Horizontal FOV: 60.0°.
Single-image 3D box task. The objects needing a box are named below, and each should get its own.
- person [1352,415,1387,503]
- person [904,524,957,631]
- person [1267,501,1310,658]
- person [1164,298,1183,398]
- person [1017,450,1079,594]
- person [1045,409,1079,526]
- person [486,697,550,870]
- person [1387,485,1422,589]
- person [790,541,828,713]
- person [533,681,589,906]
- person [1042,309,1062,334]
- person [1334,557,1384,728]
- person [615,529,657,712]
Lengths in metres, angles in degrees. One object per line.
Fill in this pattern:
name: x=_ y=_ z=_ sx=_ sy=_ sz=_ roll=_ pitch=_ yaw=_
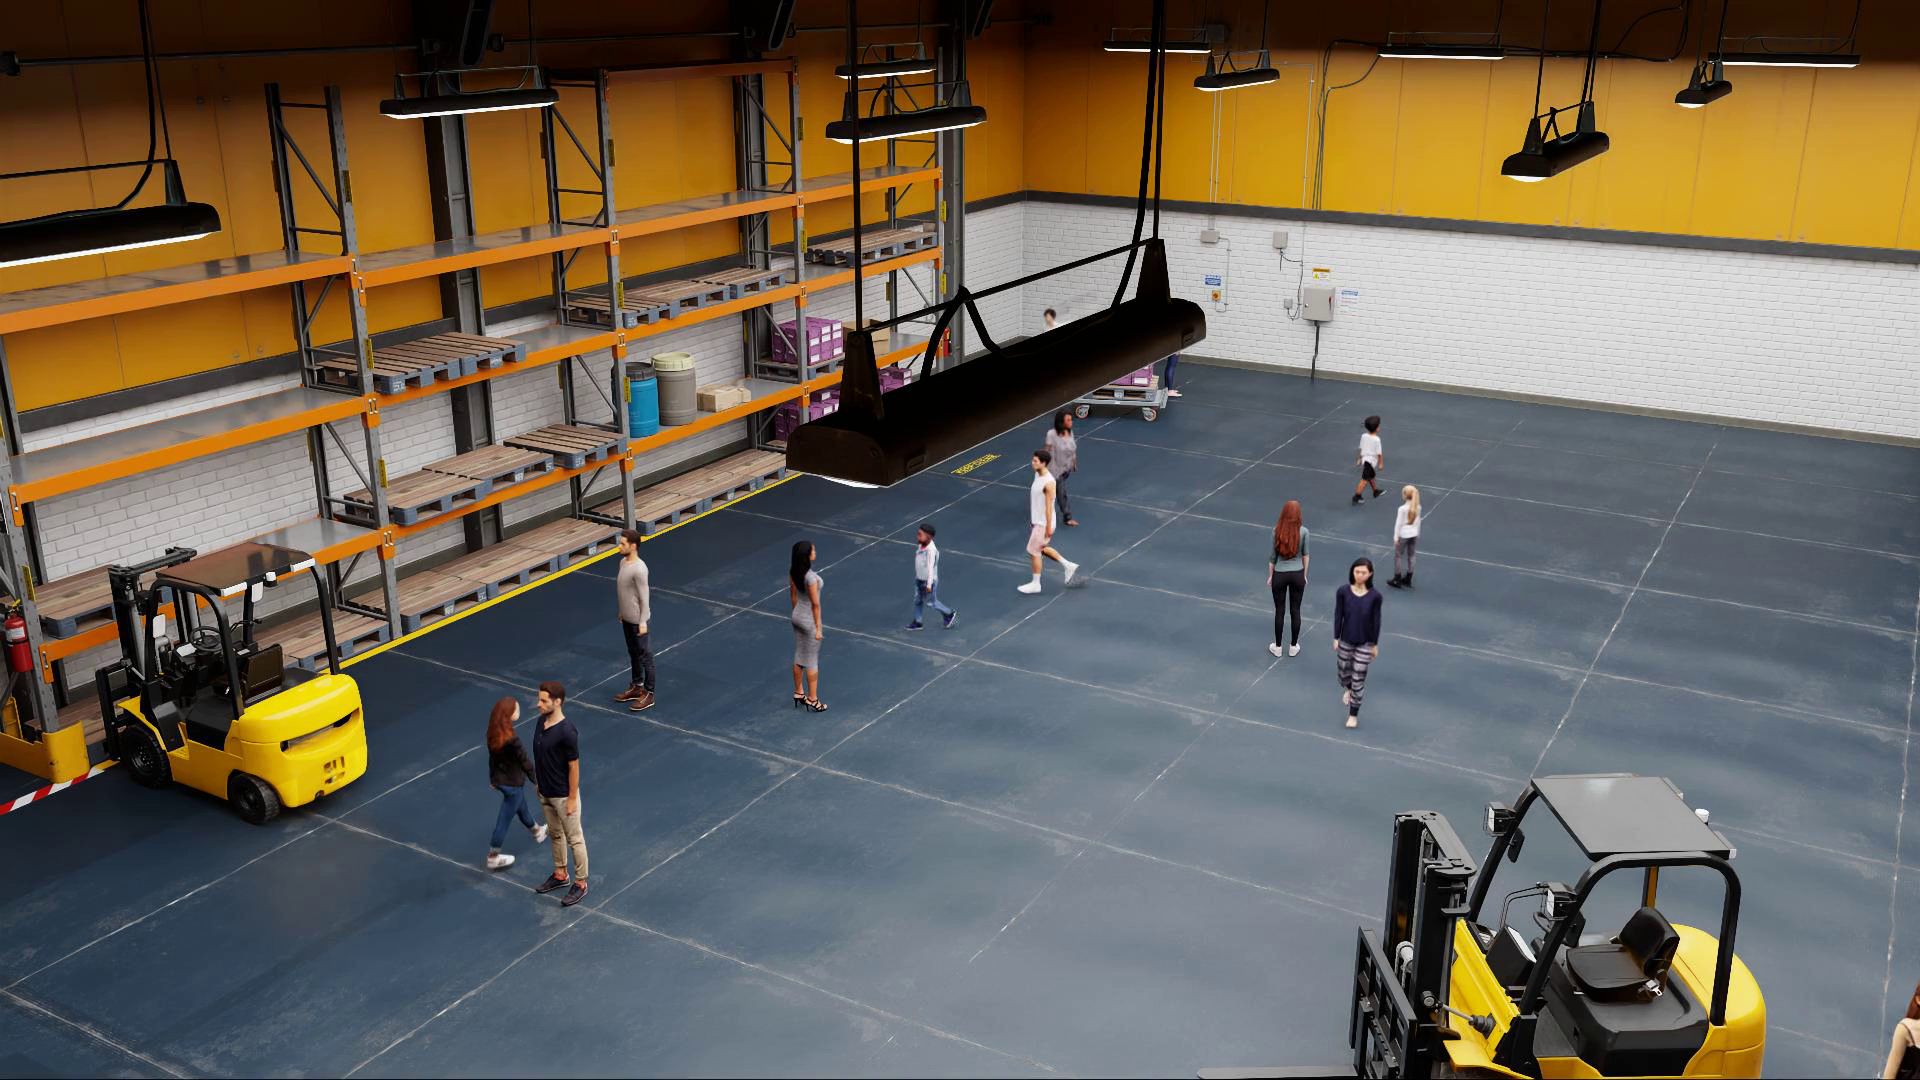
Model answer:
person: x=5.708 y=-1.103 z=23.311 sx=0.955 sy=1.228 sz=0.752 roll=-12 pitch=22 yaw=-31
person: x=-0.323 y=0.426 z=18.747 sx=0.880 sy=1.242 sz=0.767 roll=-7 pitch=20 yaw=-21
person: x=3.548 y=0.415 z=17.998 sx=0.653 sy=1.742 sz=0.654 roll=2 pitch=19 yaw=4
person: x=3.757 y=-3.423 z=29.398 sx=0.713 sy=1.739 sz=0.619 roll=-1 pitch=19 yaw=-2
person: x=1.074 y=-0.222 z=19.851 sx=1.048 sy=1.766 sz=1.040 roll=-3 pitch=19 yaw=-9
person: x=1.273 y=-1.000 z=22.480 sx=0.843 sy=1.563 sz=1.056 roll=17 pitch=25 yaw=40
person: x=-3.766 y=2.030 z=13.687 sx=1.023 sy=1.432 sz=0.743 roll=-17 pitch=25 yaw=-41
person: x=5.422 y=-0.039 z=20.075 sx=0.603 sy=1.276 sz=0.665 roll=-6 pitch=20 yaw=-17
person: x=-1.538 y=0.853 z=16.635 sx=0.644 sy=1.781 sz=0.650 roll=-14 pitch=23 yaw=-35
person: x=-3.174 y=1.975 z=13.180 sx=0.668 sy=1.860 sz=0.580 roll=15 pitch=24 yaw=38
person: x=1.667 y=-3.331 z=29.473 sx=0.743 sy=1.517 sz=1.075 roll=4 pitch=19 yaw=13
person: x=3.925 y=0.967 z=16.391 sx=0.668 sy=1.721 sz=0.815 roll=7 pitch=20 yaw=20
person: x=-3.259 y=0.778 z=16.723 sx=0.696 sy=1.868 sz=0.723 roll=-15 pitch=24 yaw=-37
